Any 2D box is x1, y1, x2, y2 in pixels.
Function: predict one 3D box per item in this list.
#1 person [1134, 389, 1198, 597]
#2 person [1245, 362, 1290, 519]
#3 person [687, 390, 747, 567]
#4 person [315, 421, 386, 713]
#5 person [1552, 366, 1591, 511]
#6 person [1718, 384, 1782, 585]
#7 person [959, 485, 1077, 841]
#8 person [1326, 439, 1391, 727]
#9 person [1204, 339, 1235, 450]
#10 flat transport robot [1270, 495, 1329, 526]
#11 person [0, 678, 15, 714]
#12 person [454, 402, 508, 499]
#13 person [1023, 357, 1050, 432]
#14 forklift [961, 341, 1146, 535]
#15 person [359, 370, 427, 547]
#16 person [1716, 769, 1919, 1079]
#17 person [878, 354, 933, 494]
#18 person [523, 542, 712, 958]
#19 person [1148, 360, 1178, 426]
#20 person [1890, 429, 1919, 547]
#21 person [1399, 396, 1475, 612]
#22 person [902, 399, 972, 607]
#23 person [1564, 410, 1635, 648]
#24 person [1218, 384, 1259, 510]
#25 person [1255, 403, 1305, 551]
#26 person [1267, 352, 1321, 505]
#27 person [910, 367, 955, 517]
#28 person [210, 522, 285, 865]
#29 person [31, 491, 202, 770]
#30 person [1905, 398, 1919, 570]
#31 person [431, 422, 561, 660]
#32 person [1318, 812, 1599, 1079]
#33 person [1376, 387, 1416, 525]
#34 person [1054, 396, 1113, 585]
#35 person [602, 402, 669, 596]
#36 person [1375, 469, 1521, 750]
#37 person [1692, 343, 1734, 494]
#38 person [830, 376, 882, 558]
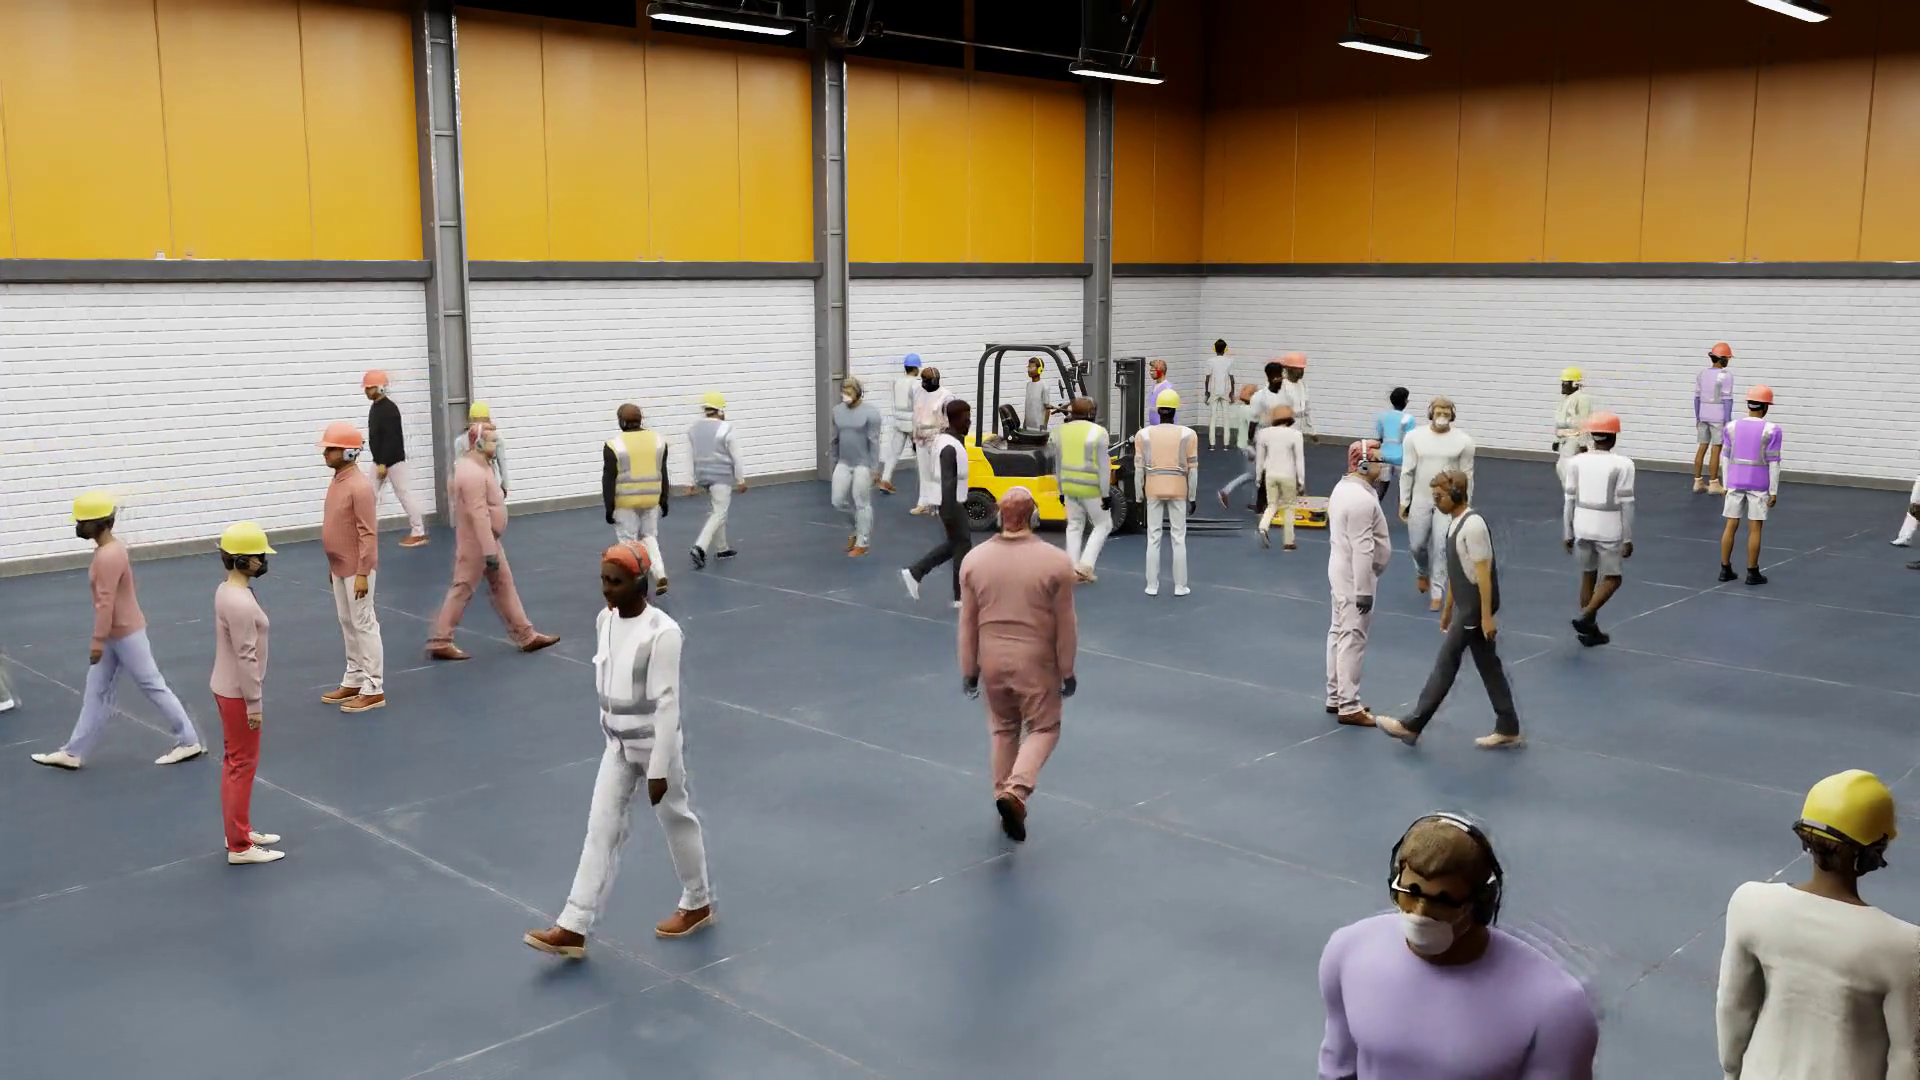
[{"bbox_3d":[1.906,-0.431,15.408,0.585,1.928,0.378,2,9,11],"label":"person"},{"bbox_3d":[3.726,-1.185,20.089,0.664,1.925,0.593,-7,11,-36],"label":"person"},{"bbox_3d":[-2.544,-0.632,17.046,0.586,1.804,0.820,6,11,32],"label":"person"},{"bbox_3d":[-4.204,0.179,11.464,0.375,1.997,0.612,-8,12,-40],"label":"person"},{"bbox_3d":[7.629,-1.259,20.822,0.513,1.817,0.594,0,9,0],"label":"person"},{"bbox_3d":[7.624,-0.531,16.032,0.380,1.929,0.541,-9,13,-44],"label":"person"},{"bbox_3d":[0.287,0.664,8.797,0.641,1.894,0.648,4,10,23],"label":"person"},{"bbox_3d":[2.673,0.276,11.142,0.399,1.909,0.642,0,9,1],"label":"person"},{"bbox_3d":[4.349,-2.430,27.849,0.508,1.872,0.328,1,9,7],"label":"person"},{"bbox_3d":[4.135,-0.362,20.055,0.652,0.197,1.431,3,10,17],"label":"flat transport robot"},{"bbox_3d":[-6.914,0.300,11.102,1.004,1.872,0.614,-4,10,-25],"label":"person"},{"bbox_3d":[-4.813,-0.536,16.762,0.506,1.696,0.896,-2,9,-12],"label":"person"},{"bbox_3d":[0.991,-1.497,22.111,0.328,1.876,0.514,-6,11,-34],"label":"person"},{"bbox_3d":[0.977,-1.223,19.452,2.313,2.155,1.214,2,9,11],"label":"forklift"},{"bbox_3d":[-6.266,-0.856,17.943,1.010,1.936,0.636,-9,13,-43],"label":"person"},{"bbox_3d":[2.230,1.458,4.324,0.331,1.768,0.526,-8,12,-39],"label":"person"},{"bbox_3d":[-0.728,-1.564,22.473,0.601,1.904,0.997,8,13,42],"label":"person"},{"bbox_3d":[-1.474,0.934,7.284,0.597,1.839,0.988,8,12,41],"label":"person"},{"bbox_3d":[2.673,-1.465,22.023,0.393,1.839,0.563,-2,9,-12],"label":"person"},{"bbox_3d":[10.590,-0.699,18.064,0.857,1.589,0.534,-3,10,-18],"label":"person"},{"bbox_3d":[4.269,-0.344,14.900,0.638,1.920,0.627,3,10,20],"label":"person"},{"bbox_3d":[-0.126,-0.321,14.843,0.686,1.894,0.606,0,9,1],"label":"person"},{"bbox_3d":[5.045,-0.069,13.202,0.632,1.926,0.557,-9,13,-42],"label":"person"},{"bbox_3d":[3.550,-1.146,20.757,0.595,1.619,0.504,-1,9,-4],"label":"person"},{"bbox_3d":[3.391,-0.659,17.768,0.544,1.610,0.561,6,11,32],"label":"person"},{"bbox_3d":[4.228,-1.332,20.726,0.984,1.999,0.613,8,12,40],"label":"person"},{"bbox_3d":[-0.354,-1.202,20.426,0.619,1.839,0.430,8,12,40],"label":"person"},{"bbox_3d":[-3.649,0.777,8.532,0.348,1.756,0.518,-6,11,-31],"label":"person"},{"bbox_3d":[-5.104,0.553,10.029,0.930,1.707,0.532,-5,11,-28],"label":"person"},{"bbox_3d":[9.767,-0.638,16.705,0.402,1.918,0.565,5,11,29],"label":"person"},{"bbox_3d":[-3.683,0.011,12.929,0.992,1.850,0.681,-2,9,-9],"label":"person"},{"bbox_3d":[1.012,1.514,3.610,0.628,1.879,1.024,6,11,34],"label":"person"},{"bbox_3d":[5.121,-0.968,19.530,0.789,1.664,0.541,-7,12,-39],"label":"person"},{"bbox_3d":[1.191,-0.466,15.931,0.652,1.826,0.449,8,12,41],"label":"person"},{"bbox_3d":[-2.936,-0.333,15.102,0.638,1.828,0.492,-7,11,-36],"label":"person"},{"bbox_3d":[3.123,0.450,10.487,0.967,1.769,0.589,2,9,10],"label":"person"},{"bbox_3d":[10.210,-1.643,22.493,0.397,2.043,0.610,-3,10,-19],"label":"person"},{"bbox_3d":[-1.109,-0.760,17.454,0.657,1.920,0.429,5,11,29],"label":"person"}]
